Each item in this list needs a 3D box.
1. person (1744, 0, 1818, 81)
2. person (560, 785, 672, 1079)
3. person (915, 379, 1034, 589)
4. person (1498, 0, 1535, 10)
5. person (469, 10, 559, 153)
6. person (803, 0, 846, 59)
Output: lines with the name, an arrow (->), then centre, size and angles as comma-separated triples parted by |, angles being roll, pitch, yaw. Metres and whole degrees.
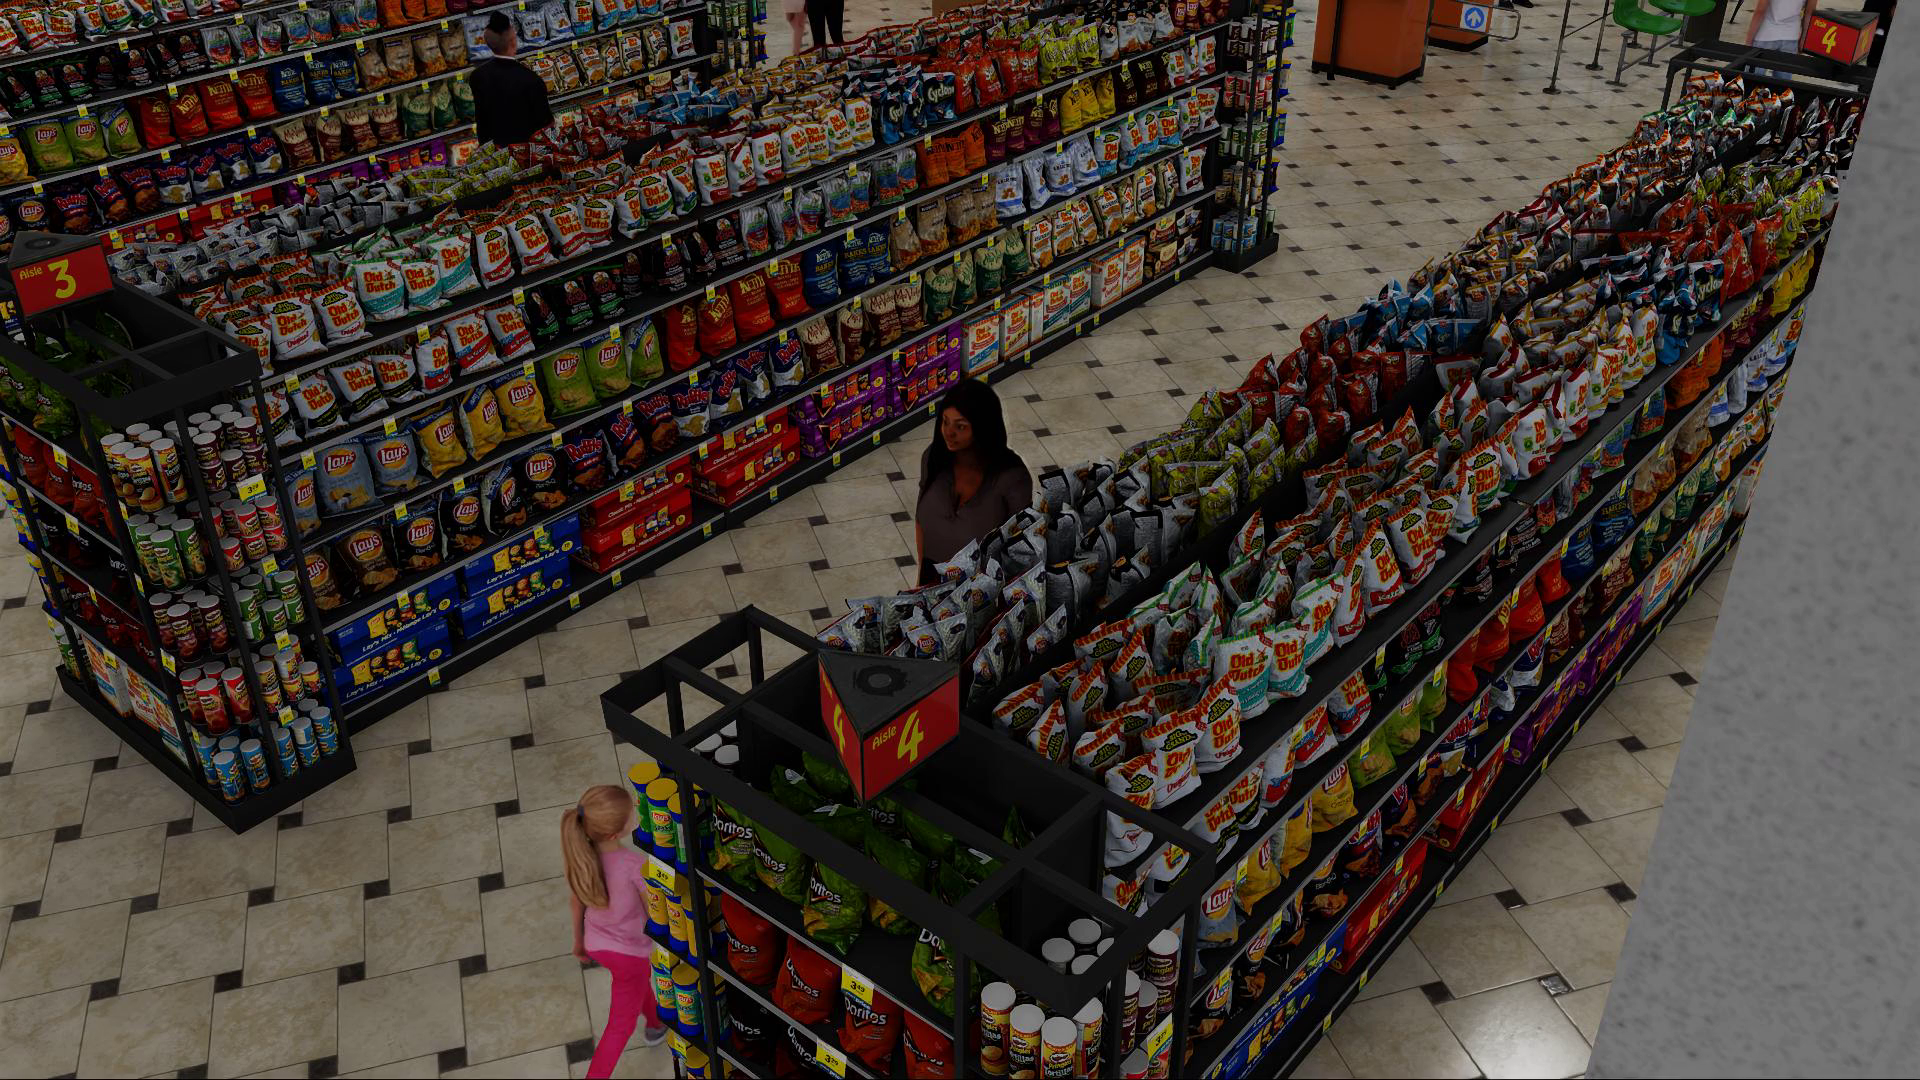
person -> 6.616, -4.048, 13.496 | 0.728, 1.850, 0.772 | -1, 32, -1
person -> -1.133, 1.354, 5.380 | 0.576, 1.253, 0.918 | 17, 36, 25
person -> 0.050, 0.188, 6.698 | 0.706, 1.840, 0.669 | 15, 35, 23
person -> 6.035, -6.580, 17.596 | 0.667, 1.819, 0.803 | -11, 34, -17
person -> -2.914, -2.441, 10.853 | 0.956, 1.915, 1.313 | 13, 34, 20
person -> -1.212, -4.878, 14.950 | 0.584, 1.724, 0.691 | -18, 36, -26
